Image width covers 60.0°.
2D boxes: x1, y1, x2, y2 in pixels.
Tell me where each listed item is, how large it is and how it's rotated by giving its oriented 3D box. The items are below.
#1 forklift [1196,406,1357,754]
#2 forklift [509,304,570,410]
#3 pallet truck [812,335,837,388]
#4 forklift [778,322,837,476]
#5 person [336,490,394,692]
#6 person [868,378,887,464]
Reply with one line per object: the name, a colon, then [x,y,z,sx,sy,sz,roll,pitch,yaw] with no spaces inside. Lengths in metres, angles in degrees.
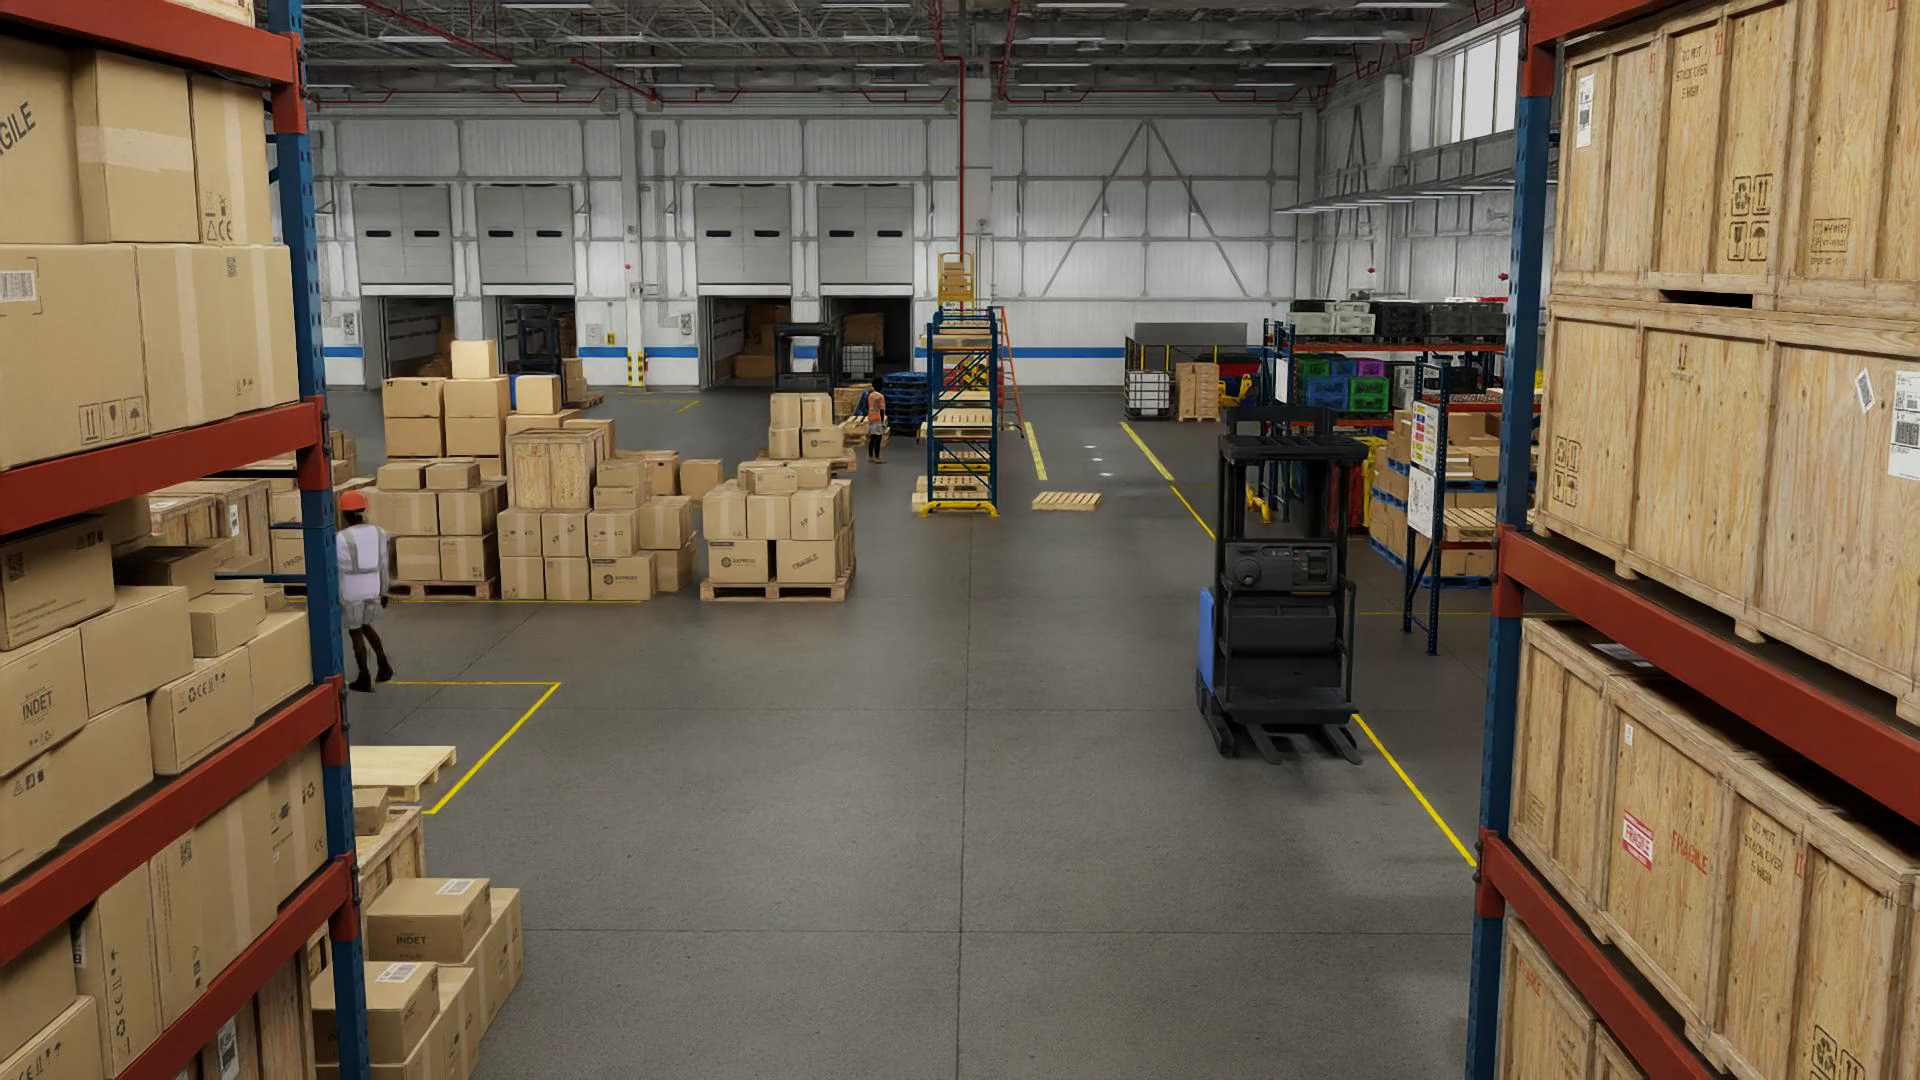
forklift: [2.694,0.242,14.305,1.129,2.768,1.873,0,10,1]
forklift: [-10.726,-4.588,42.170,1.129,2.768,1.873,0,10,1]
pallet truck: [-3.021,-4.312,43.126,1.885,1.965,0.823,3,10,17]
forklift: [-2.909,-2.674,31.130,1.129,2.768,1.873,-1,10,-5]
person: [-5.672,0.485,15.684,0.395,1.923,0.553,6,11,30]
person: [-1.633,-2.343,32.660,0.321,1.689,0.530,-5,11,-28]
